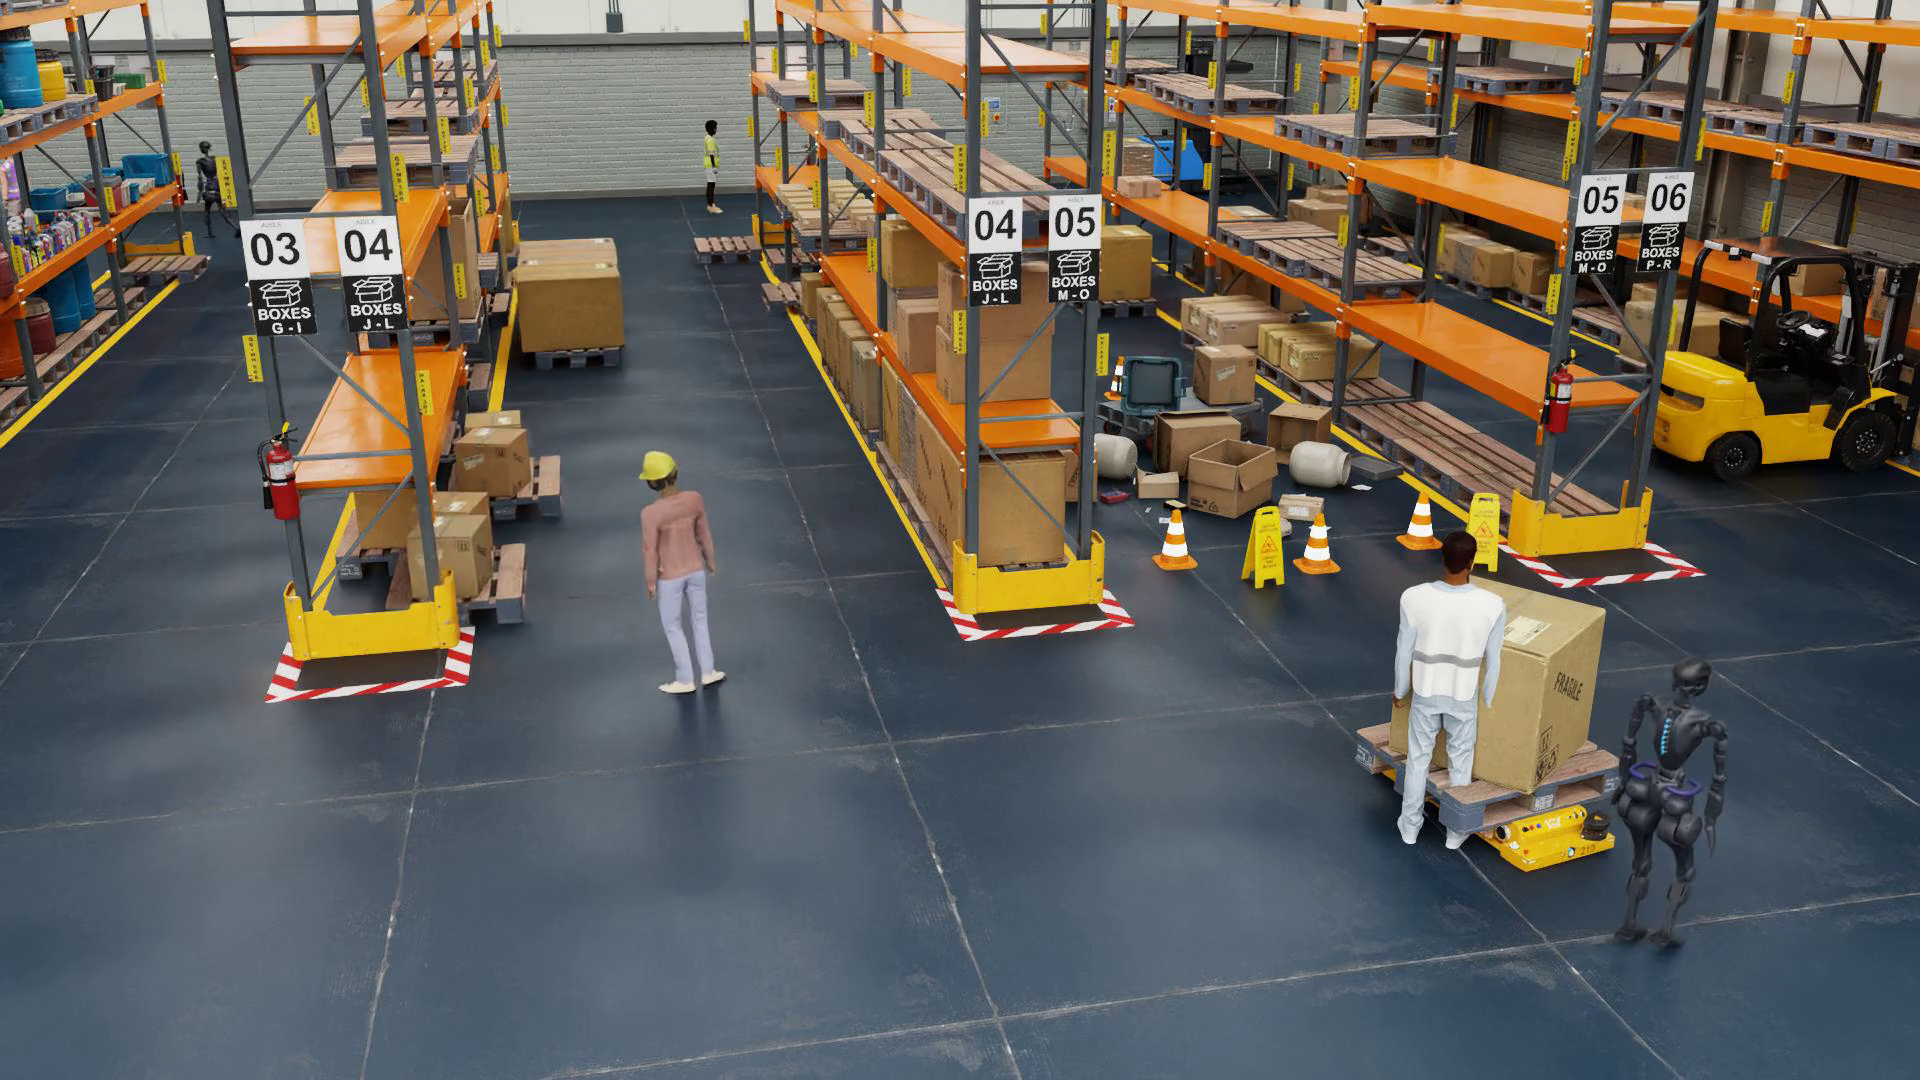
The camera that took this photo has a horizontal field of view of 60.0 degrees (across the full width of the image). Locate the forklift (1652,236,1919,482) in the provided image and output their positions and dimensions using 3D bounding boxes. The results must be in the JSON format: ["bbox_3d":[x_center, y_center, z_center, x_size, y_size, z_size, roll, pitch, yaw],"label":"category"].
[{"bbox_3d":[8.013,-1.814,16.330,2.313,2.155,1.214,-4,21,-12],"label":"forklift"}]

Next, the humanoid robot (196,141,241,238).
[{"bbox_3d":[-12.640,-5.934,28.196,0.704,1.635,0.613,7,21,18],"label":"humanoid robot"}]

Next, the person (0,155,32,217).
[{"bbox_3d":[-15.369,-5.565,27.151,0.350,1.688,0.489,11,23,26],"label":"person"}]

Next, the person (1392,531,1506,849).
[{"bbox_3d":[2.770,0.870,9.501,0.587,1.913,0.392,7,21,17],"label":"person"}]

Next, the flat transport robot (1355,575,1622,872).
[{"bbox_3d":[3.179,1.533,10.075,0.659,0.231,1.431,-9,22,-23],"label":"flat transport robot"}]

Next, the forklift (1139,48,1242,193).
[{"bbox_3d":[4.566,-8.313,32.860,1.873,2.768,1.129,-4,21,-12],"label":"forklift"}]

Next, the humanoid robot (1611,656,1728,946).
[{"bbox_3d":[3.617,1.346,8.557,0.336,1.655,0.588,-17,26,-38],"label":"humanoid robot"}]

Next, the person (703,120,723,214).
[{"bbox_3d":[-4.581,-6.896,30.722,0.320,1.693,0.531,-5,21,-13],"label":"person"}]

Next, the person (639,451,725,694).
[{"bbox_3d":[-1.941,0.221,11.481,0.410,1.746,0.579,18,27,39],"label":"person"}]
